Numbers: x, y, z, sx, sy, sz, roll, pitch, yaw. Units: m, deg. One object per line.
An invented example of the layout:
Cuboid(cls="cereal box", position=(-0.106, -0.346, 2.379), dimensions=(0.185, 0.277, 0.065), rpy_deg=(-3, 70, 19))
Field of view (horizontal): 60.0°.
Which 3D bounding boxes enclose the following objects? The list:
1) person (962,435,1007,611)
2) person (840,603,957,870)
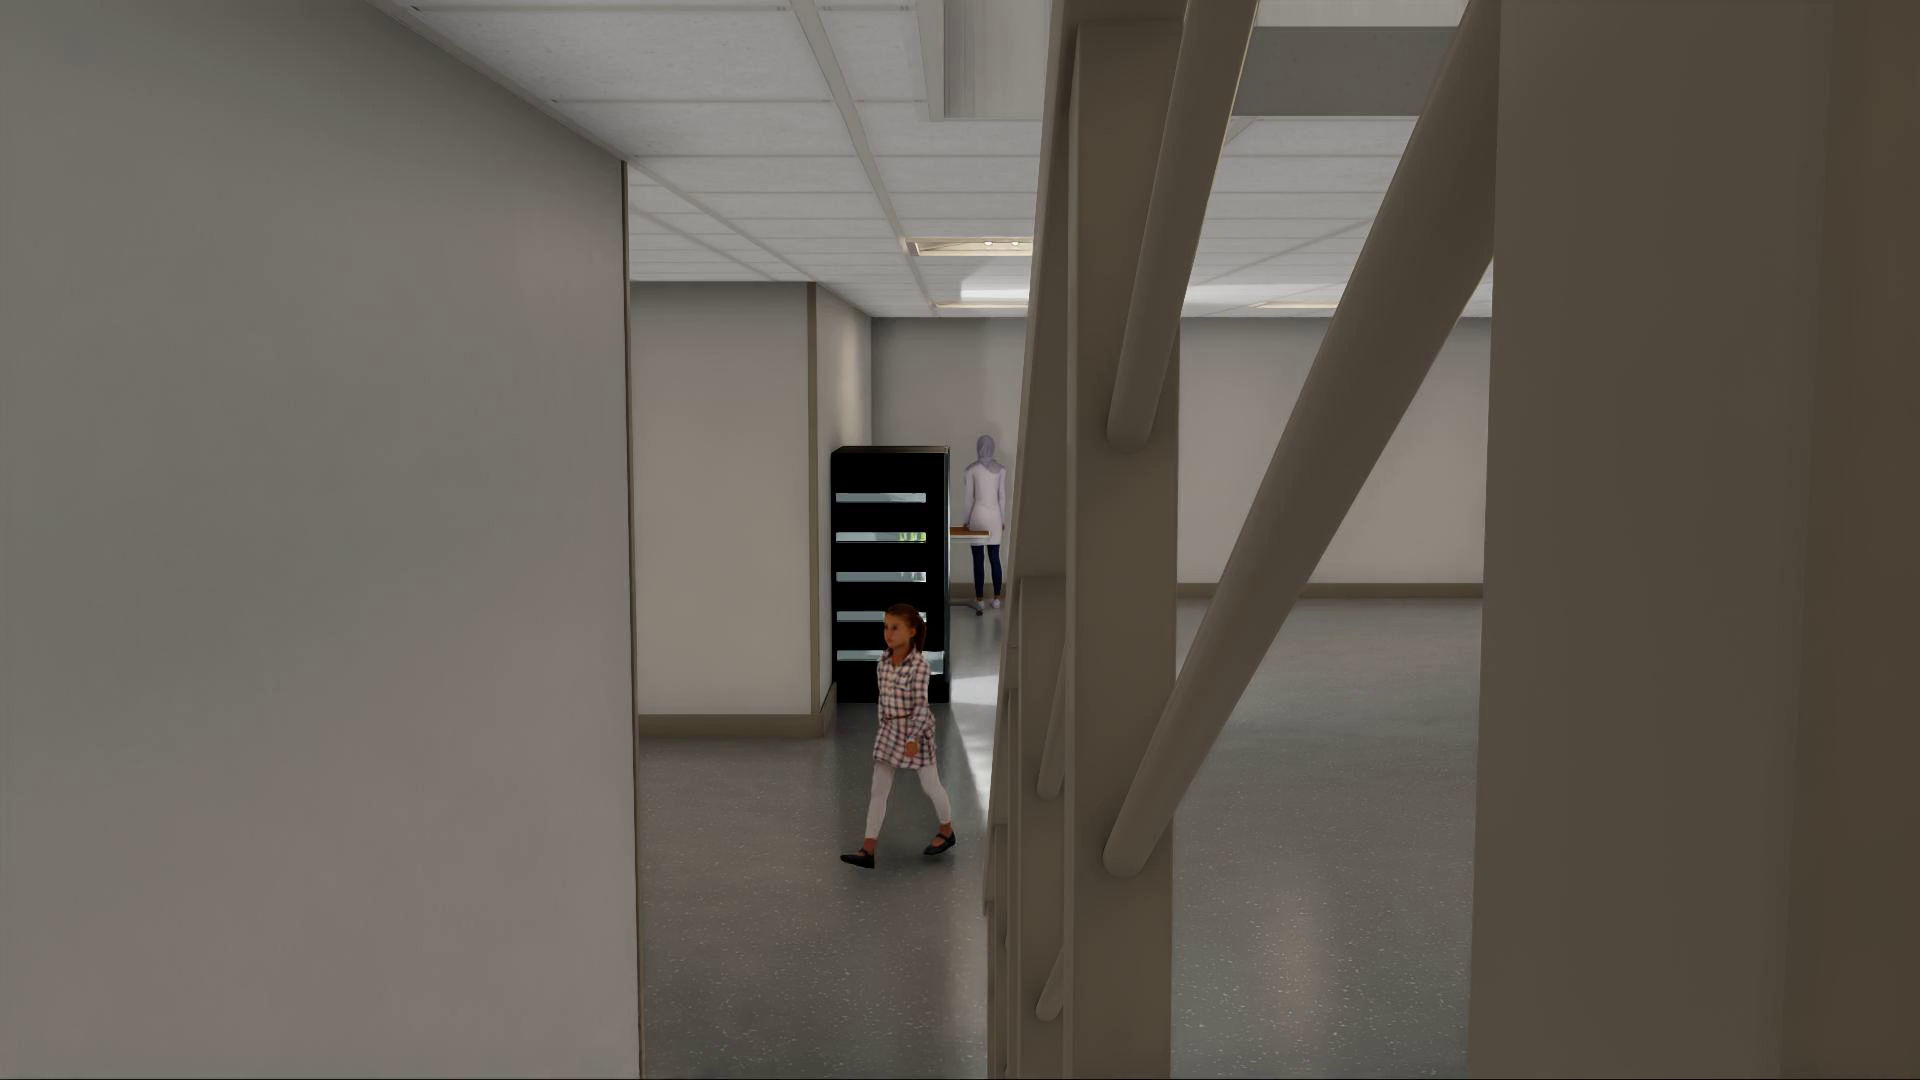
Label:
Cuboid(cls="person", position=(0.254, -0.183, 16.963), dimensions=(0.692, 1.775, 0.671), rpy_deg=(-2, 6, -23))
Cuboid(cls="person", position=(-0.208, 0.959, 8.132), dimensions=(0.904, 1.270, 1.010), rpy_deg=(5, 7, 39))
